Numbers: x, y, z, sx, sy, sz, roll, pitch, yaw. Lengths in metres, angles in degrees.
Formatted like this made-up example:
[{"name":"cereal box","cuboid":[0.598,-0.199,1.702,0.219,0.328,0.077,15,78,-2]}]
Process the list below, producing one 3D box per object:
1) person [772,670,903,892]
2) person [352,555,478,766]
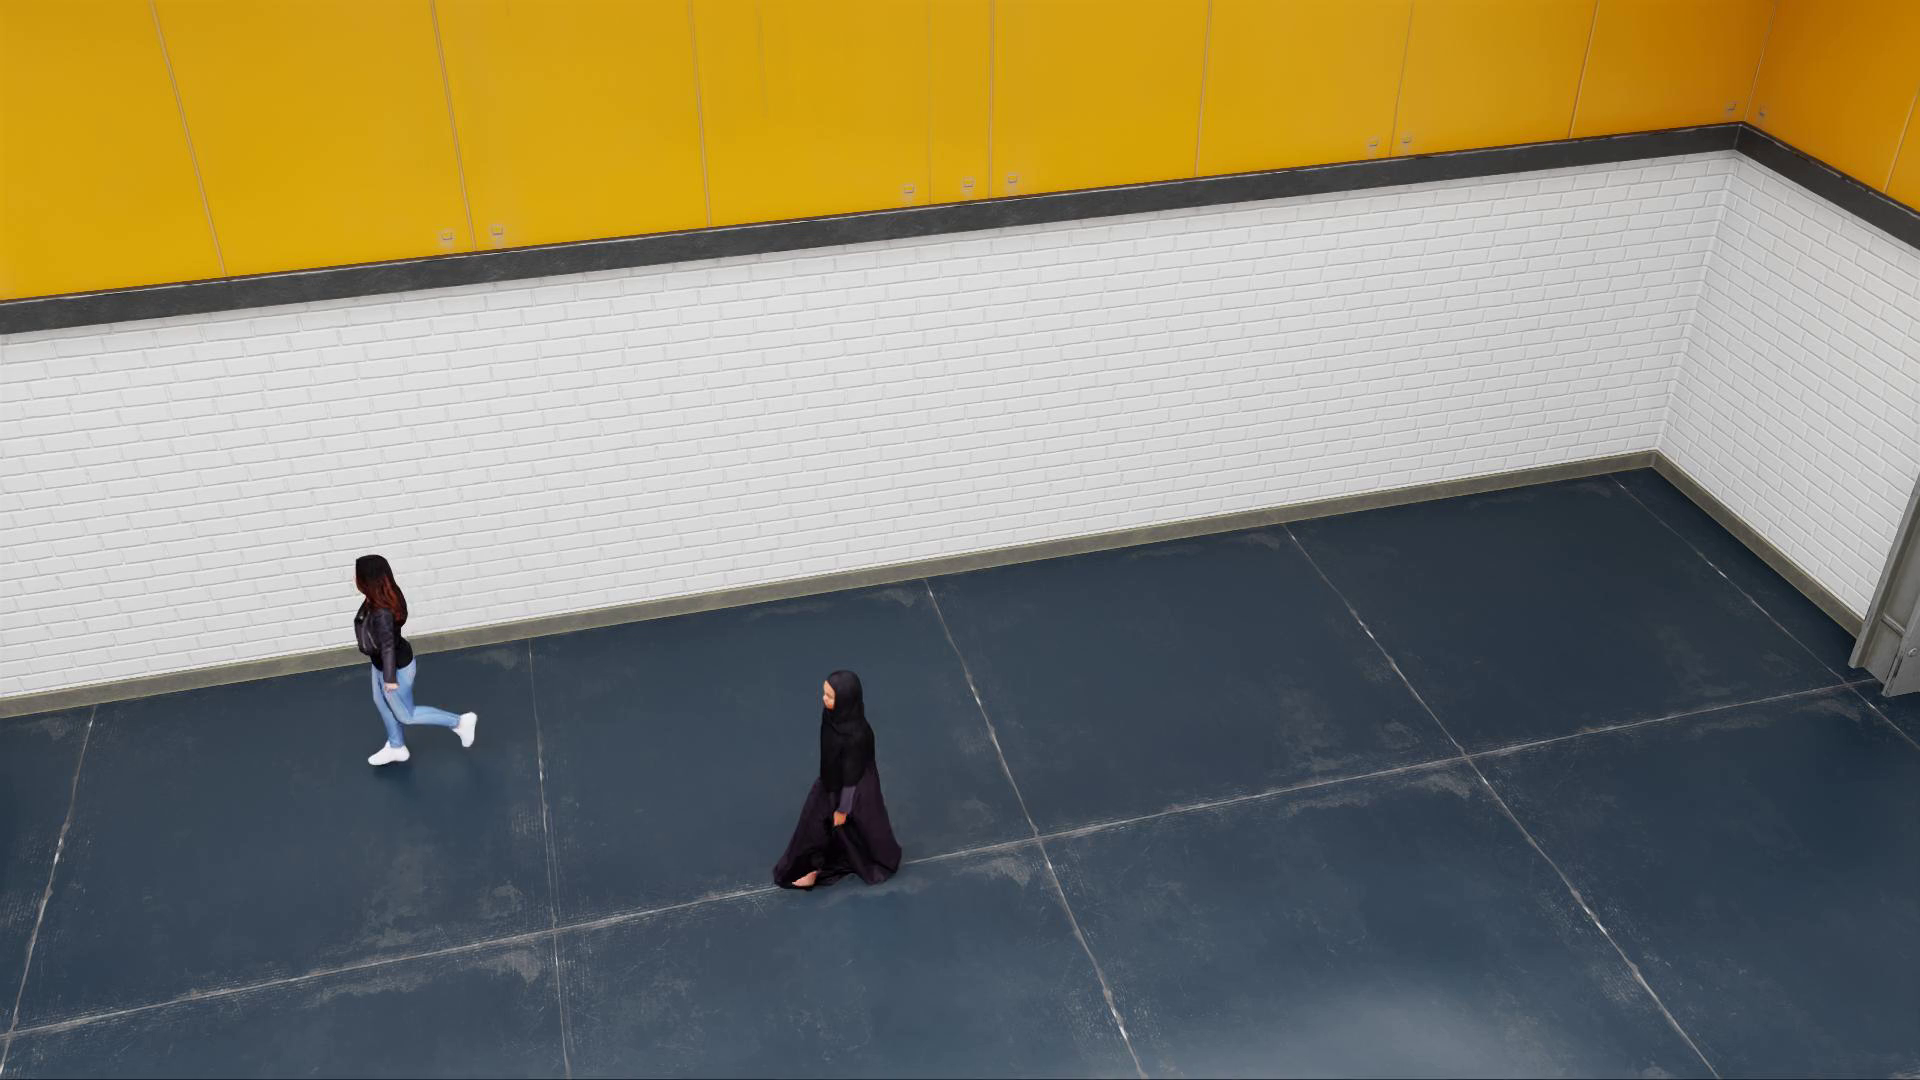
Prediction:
[{"name":"person","cuboid":[-0.580,1.403,9.751,0.852,1.607,1.062,-18,38,-25]},{"name":"person","cuboid":[-3.562,0.794,10.662,0.735,1.612,0.904,-10,35,-15]}]
